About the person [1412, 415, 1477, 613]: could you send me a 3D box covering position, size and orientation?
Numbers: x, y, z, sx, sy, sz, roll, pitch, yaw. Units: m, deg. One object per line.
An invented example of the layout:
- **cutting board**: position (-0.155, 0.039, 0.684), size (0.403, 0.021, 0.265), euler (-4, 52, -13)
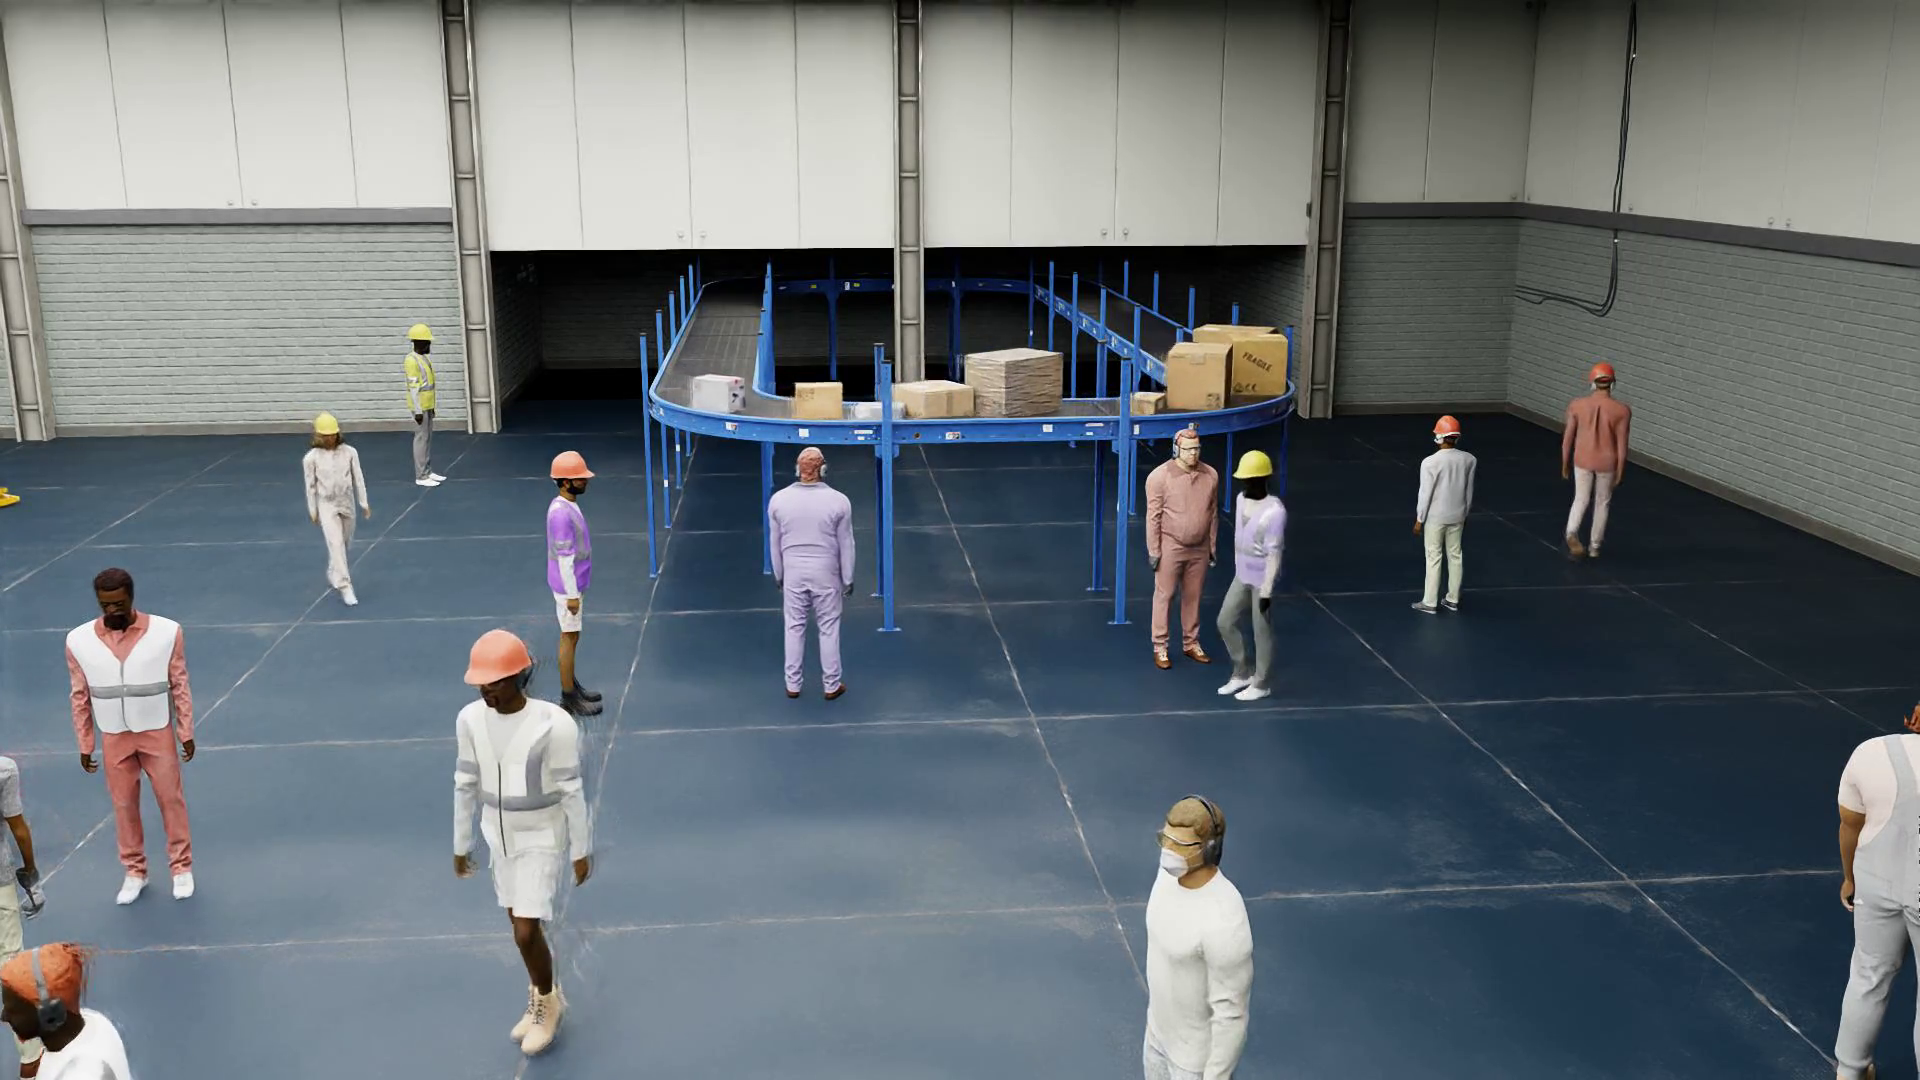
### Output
- **person**: position (4.244, -0.227, 14.641), size (0.563, 1.753, 0.327), euler (-5, 15, -20)

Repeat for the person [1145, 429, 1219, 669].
- **person**: position (1.776, 0.064, 13.172), size (0.643, 1.909, 0.410), euler (-6, 15, -22)

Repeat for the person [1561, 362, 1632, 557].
- **person**: position (6.224, -0.759, 16.361), size (0.627, 1.962, 0.756), euler (8, 16, 30)

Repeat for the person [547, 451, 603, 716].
- **person**: position (-2.814, 0.309, 12.125), size (0.364, 1.939, 0.542), euler (-3, 14, -10)

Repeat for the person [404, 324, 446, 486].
- **person**: position (-6.385, -1.609, 19.824), size (0.373, 1.924, 0.594), euler (-1, 14, -3)

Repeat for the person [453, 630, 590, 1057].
- **person**: position (-2.046, 1.391, 7.611), size (0.648, 2.023, 0.585), euler (6, 15, 21)

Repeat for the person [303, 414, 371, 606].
- **person**: position (-5.684, -0.320, 15.109), size (0.491, 1.706, 0.863), euler (-12, 19, -40)

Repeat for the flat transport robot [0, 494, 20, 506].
- **flat transport robot**: position (-11.250, -0.402, 18.355), size (0.652, 0.197, 1.431), euler (6, 15, 22)

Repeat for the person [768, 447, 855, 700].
- **person**: position (-1.094, 0.249, 12.447), size (0.645, 1.900, 0.398), euler (2, 14, 8)

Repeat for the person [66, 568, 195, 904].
- **person**: position (-4.547, 1.065, 9.175), size (0.597, 1.908, 0.409), euler (-4, 15, -17)

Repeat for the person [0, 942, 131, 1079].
- **person**: position (-2.749, 2.102, 5.086), size (0.499, 1.872, 0.617), euler (-6, 15, -24)

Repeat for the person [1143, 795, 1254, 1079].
- **person**: position (0.821, 1.834, 6.022), size (0.360, 1.939, 0.635), euler (-4, 14, -14)

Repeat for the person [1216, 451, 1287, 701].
- **person**: position (2.126, 0.281, 12.286), size (0.531, 1.908, 0.622), euler (-6, 15, -23)

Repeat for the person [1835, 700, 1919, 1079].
- **person**: position (4.155, 1.500, 7.152), size (0.535, 2.000, 0.684), euler (-11, 18, -37)

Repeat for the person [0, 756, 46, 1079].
- **person**: position (-4.356, 1.536, 7.357), size (0.531, 1.870, 0.316), euler (-5, 15, -21)
